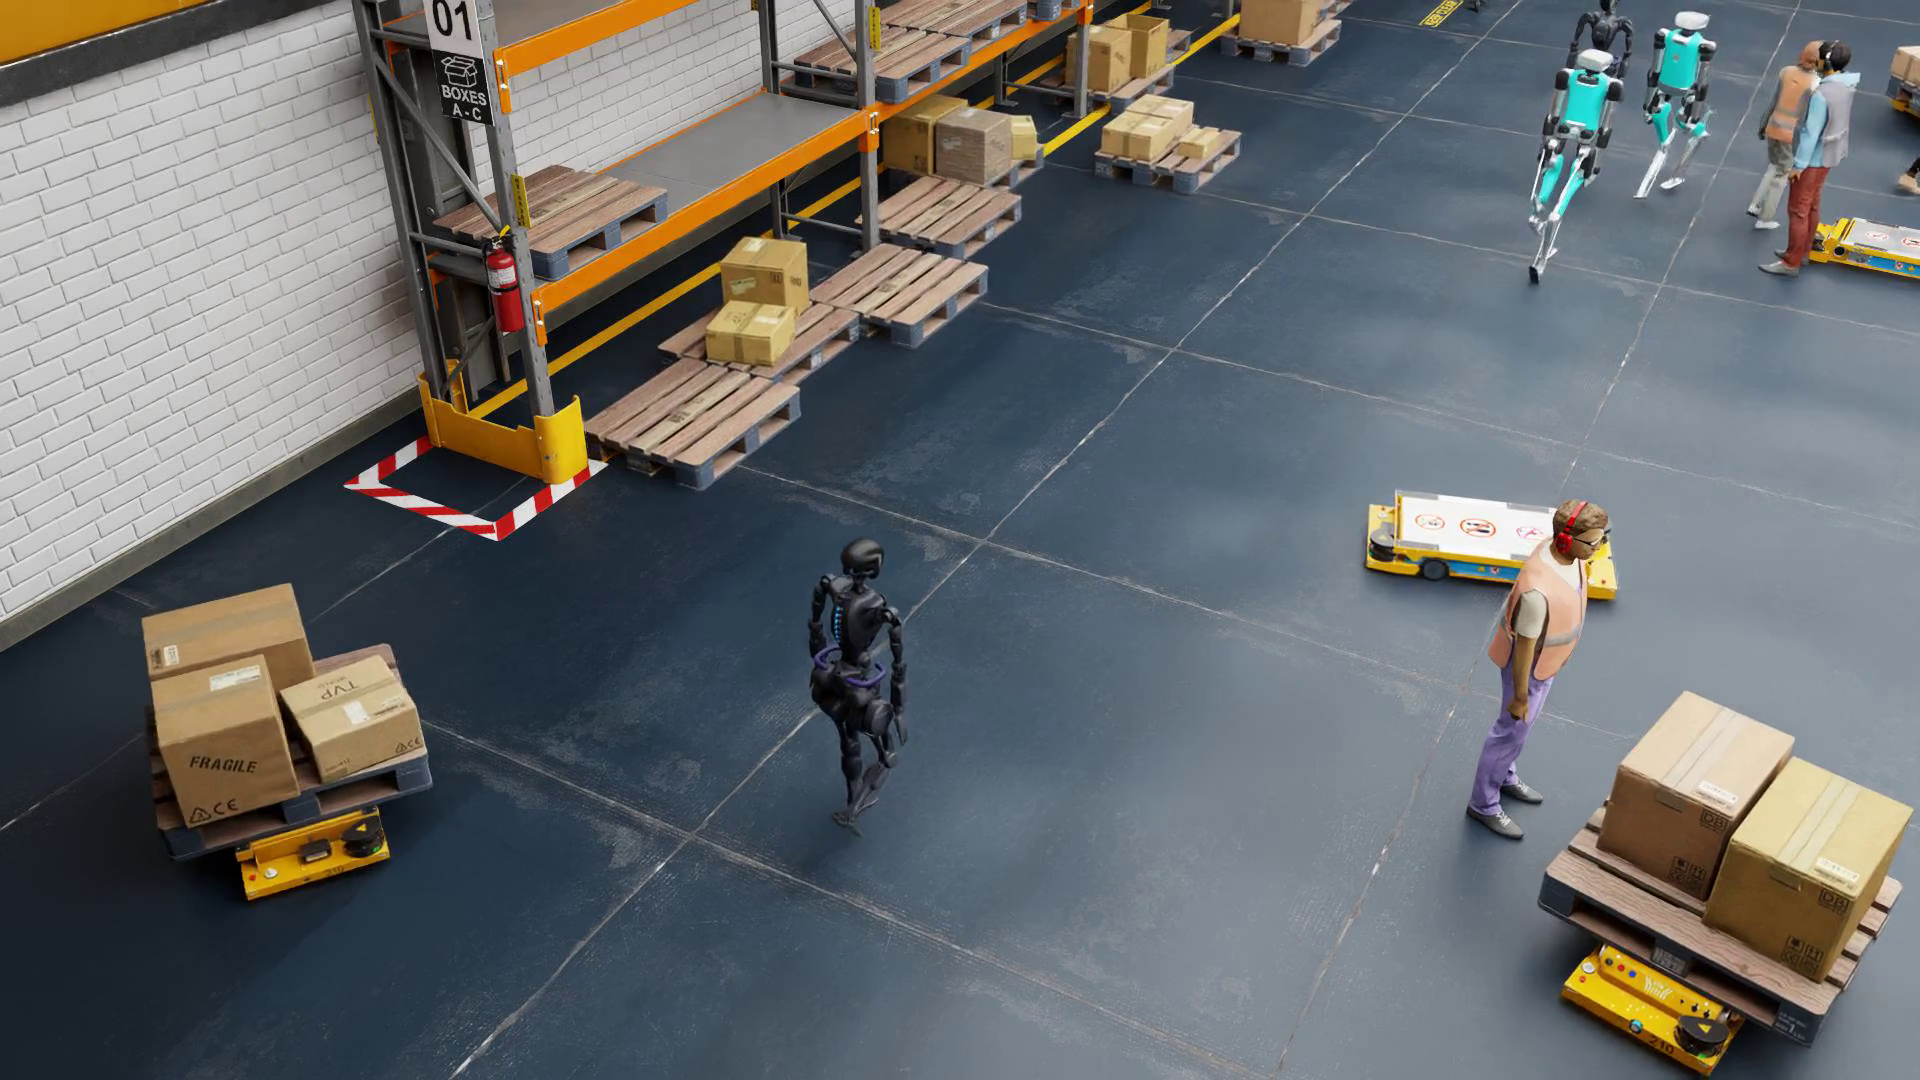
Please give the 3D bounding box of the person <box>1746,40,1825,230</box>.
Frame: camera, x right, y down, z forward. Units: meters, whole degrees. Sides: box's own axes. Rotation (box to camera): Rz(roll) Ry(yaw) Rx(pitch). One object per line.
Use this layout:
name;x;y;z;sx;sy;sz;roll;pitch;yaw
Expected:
person;7.028;-3.418;14.088;0.373;1.621;0.541;-14;36;-20

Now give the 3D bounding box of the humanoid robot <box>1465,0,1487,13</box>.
humanoid robot;6.184;-7.099;19.619;0.600;1.650;0.391;-27;42;-34

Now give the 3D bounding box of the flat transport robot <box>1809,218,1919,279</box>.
flat transport robot;7.771;-2.361;13.719;1.431;0.231;0.659;20;38;27

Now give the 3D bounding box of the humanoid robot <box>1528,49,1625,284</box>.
humanoid robot;4.769;-2.932;13.271;0.548;1.776;0.942;22;39;29

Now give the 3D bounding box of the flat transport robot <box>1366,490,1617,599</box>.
flat transport robot;3.218;0.022;10.115;1.431;0.231;0.659;7;34;11

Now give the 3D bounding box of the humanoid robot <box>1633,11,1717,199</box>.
humanoid robot;6.372;-3.823;14.636;0.993;1.736;0.546;-27;42;-35

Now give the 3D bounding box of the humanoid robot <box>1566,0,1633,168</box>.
humanoid robot;5.942;-4.337;15.457;0.610;1.636;0.680;24;40;32

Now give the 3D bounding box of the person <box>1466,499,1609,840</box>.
person;2.687;0.586;7.841;0.376;1.838;0.561;20;38;27

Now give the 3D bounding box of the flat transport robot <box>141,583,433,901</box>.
flat transport robot;-3.331;1.191;8.347;0.659;0.231;1.431;-15;36;-21

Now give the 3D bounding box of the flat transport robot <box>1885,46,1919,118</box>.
flat transport robot;9.959;-4.165;16.450;0.659;0.231;1.431;-5;34;-7

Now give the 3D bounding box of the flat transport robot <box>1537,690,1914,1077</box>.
flat transport robot;3.348;1.760;7.486;0.659;0.231;1.431;27;42;34

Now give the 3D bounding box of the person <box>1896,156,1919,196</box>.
person;8.879;-3.724;14.539;0.913;1.634;0.540;19;38;27

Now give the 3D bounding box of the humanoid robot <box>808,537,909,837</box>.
humanoid robot;-0.535;0.717;7.795;0.613;1.645;0.424;23;40;30

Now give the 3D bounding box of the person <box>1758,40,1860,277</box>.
person;6.845;-3.046;13.317;0.421;1.865;0.549;25;41;33
